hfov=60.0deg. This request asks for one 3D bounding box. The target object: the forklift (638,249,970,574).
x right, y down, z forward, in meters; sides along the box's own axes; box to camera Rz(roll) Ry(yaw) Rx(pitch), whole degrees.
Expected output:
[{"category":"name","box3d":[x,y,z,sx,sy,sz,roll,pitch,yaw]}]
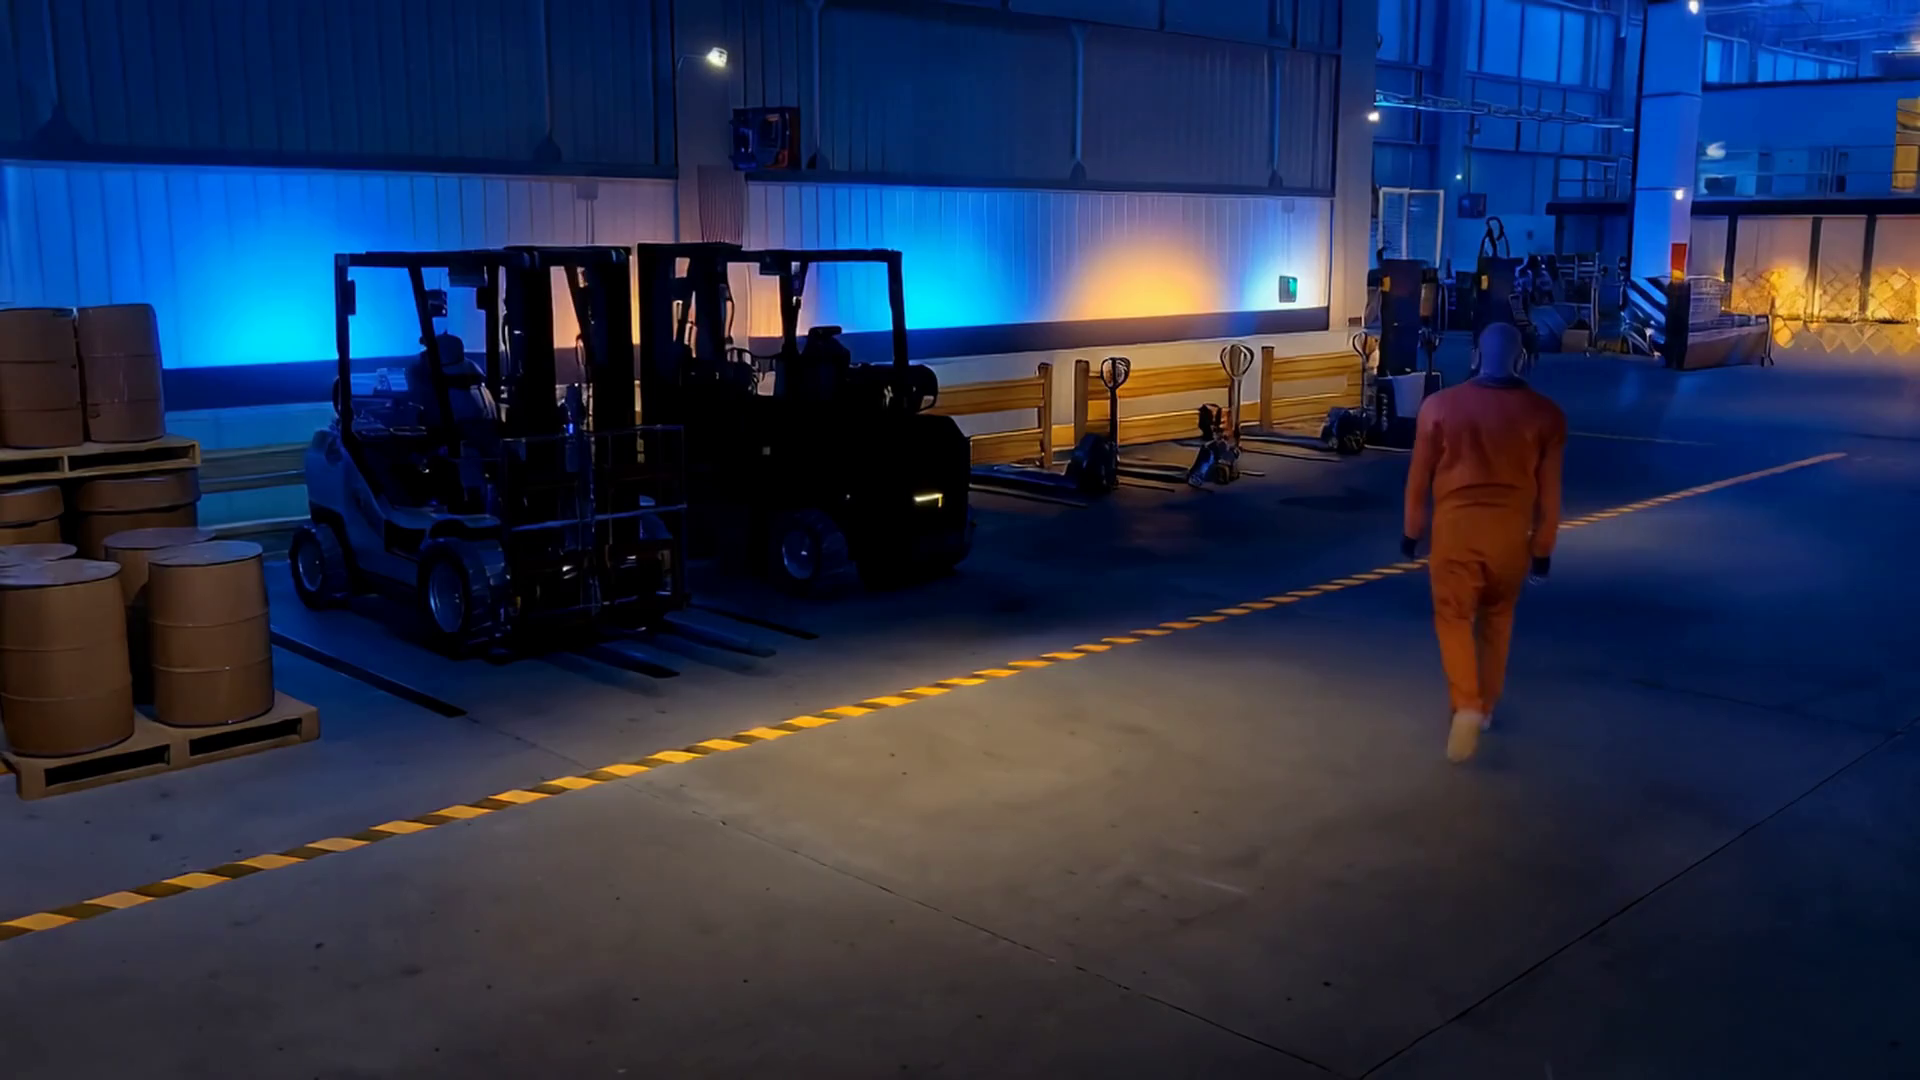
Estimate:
[{"category":"forklift","box3d":[-1.173,-0.958,11.239,2.680,1.987,1.157,10,14,43]}]

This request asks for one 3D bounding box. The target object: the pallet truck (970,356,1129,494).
[{"category":"pallet truck","box3d":[0.784,-1.085,14.876,0.680,1.201,1.601,-10,14,-44]}]

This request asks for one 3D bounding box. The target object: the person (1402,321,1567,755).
[{"category":"person","box3d":[2.305,-0.021,7.323,0.647,1.875,0.882,1,10,5]}]

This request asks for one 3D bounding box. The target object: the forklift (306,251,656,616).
[{"category":"forklift","box3d":[-2.833,-0.669,9.694,1.157,1.987,2.680,-10,14,-44]}]

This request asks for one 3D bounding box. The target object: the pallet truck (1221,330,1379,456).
[{"category":"pallet truck","box3d":[3.563,-1.581,17.381,0.653,1.274,1.630,-10,14,-44]}]

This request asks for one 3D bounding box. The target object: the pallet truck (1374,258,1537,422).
[{"category":"pallet truck","box3d":[5.704,-2.208,18.901,1.885,1.965,0.823,10,14,43]}]

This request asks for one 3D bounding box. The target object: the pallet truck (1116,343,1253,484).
[{"category":"pallet truck","box3d":[1.962,-1.215,15.415,1.522,1.261,0.704,10,14,43]}]

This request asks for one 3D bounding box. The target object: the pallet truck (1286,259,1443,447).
[{"category":"pallet truck","box3d":[4.493,-2.078,18.196,0.823,1.965,1.885,-9,14,-40]}]
